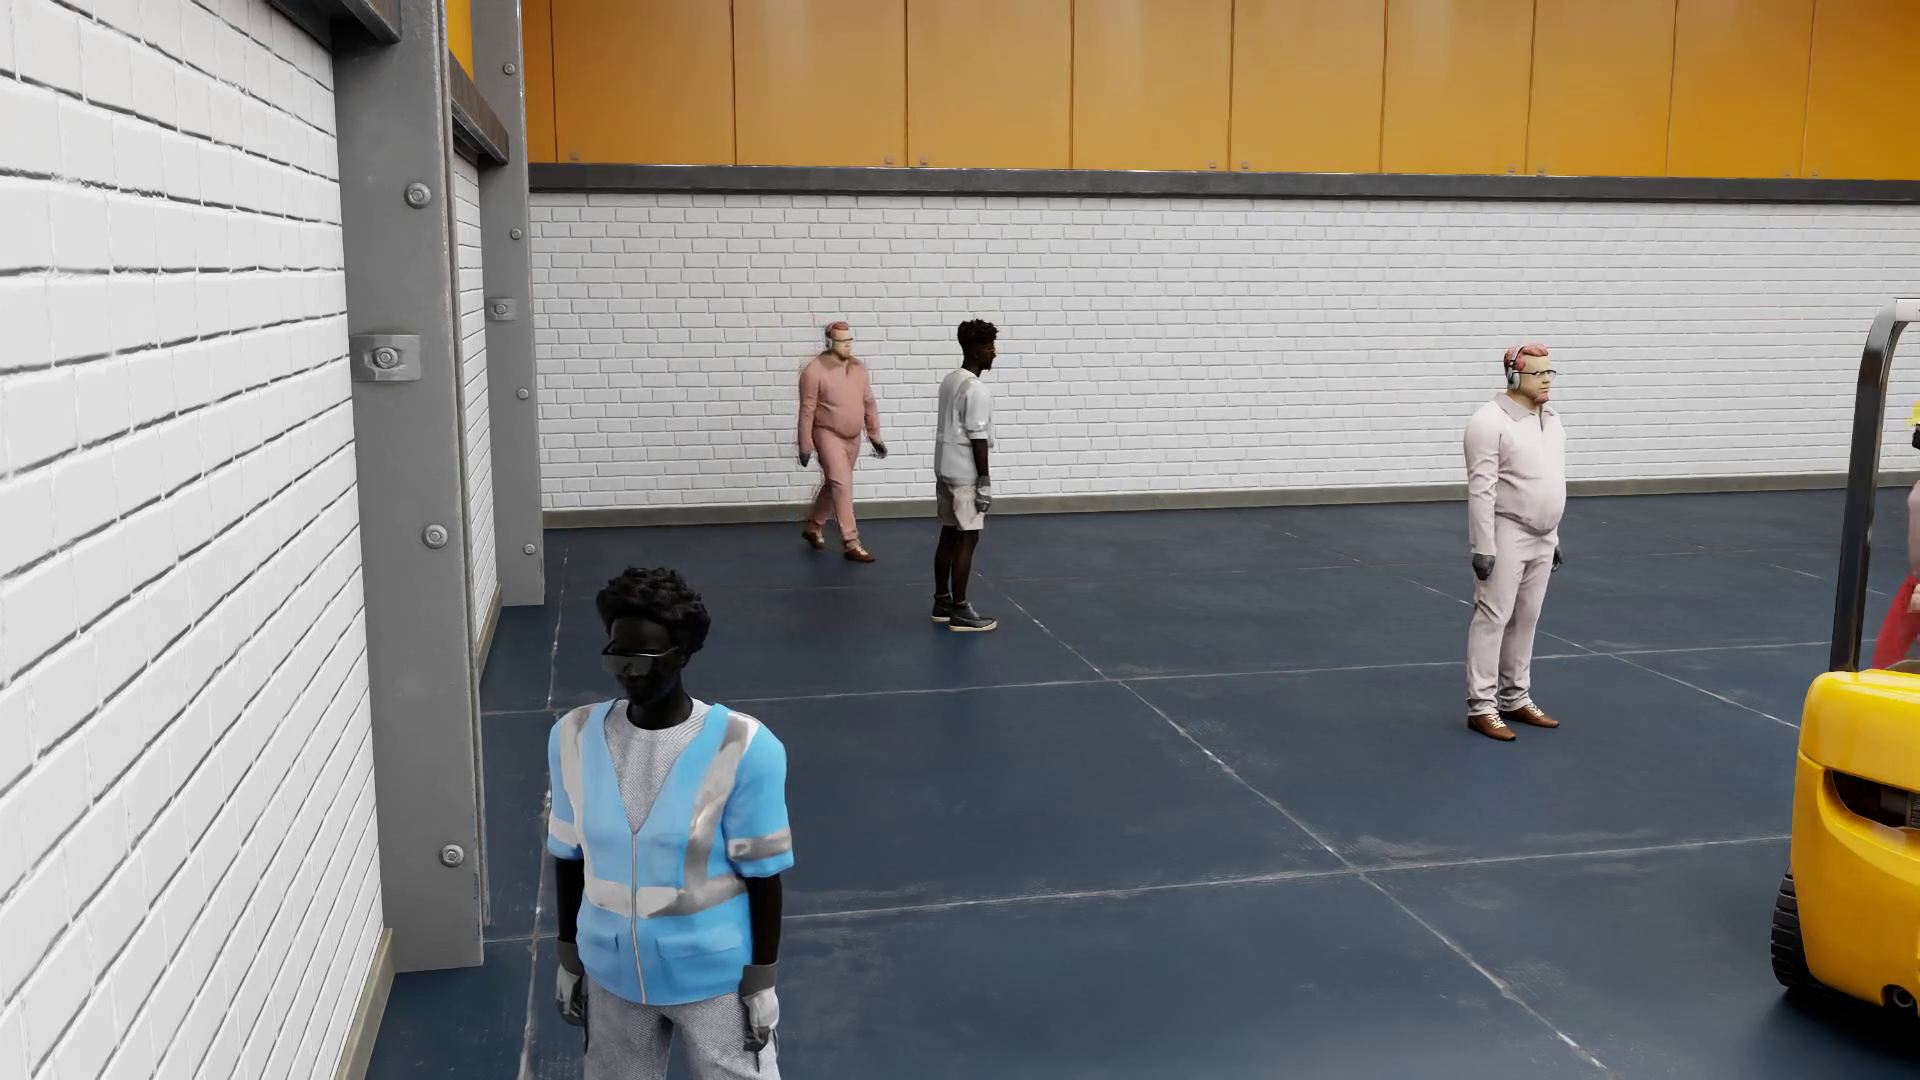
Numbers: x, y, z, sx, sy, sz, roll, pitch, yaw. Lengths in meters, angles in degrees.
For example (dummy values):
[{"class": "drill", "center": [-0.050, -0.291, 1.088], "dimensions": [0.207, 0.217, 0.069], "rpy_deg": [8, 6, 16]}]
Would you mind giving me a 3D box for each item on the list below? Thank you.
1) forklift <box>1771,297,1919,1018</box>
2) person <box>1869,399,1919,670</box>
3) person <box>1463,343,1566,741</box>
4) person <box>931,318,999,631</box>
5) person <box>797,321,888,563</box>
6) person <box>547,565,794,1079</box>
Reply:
[{"class": "forklift", "center": [3.542, 0.334, 5.177], "dimensions": [2.313, 2.155, 1.214], "rpy_deg": [-9, 13, -43]}, {"class": "person", "center": [4.445, 0.176, 7.581], "dimensions": [0.898, 1.720, 0.535], "rpy_deg": [1, 9, 9]}, {"class": "person", "center": [2.716, 0.003, 8.071], "dimensions": [0.645, 1.908, 0.408], "rpy_deg": [-7, 12, -37]}, {"class": "person", "center": [0.043, -0.411, 10.460], "dimensions": [0.401, 1.956, 0.609], "rpy_deg": [-3, 10, -20]}, {"class": "person", "center": [-0.990, -0.789, 13.057], "dimensions": [0.968, 1.864, 0.642], "rpy_deg": [8, 12, 40]}, {"class": "person", "center": [-0.594, 0.878, 3.398], "dimensions": [0.536, 1.690, 0.321], "rpy_deg": [3, 10, 15]}]
